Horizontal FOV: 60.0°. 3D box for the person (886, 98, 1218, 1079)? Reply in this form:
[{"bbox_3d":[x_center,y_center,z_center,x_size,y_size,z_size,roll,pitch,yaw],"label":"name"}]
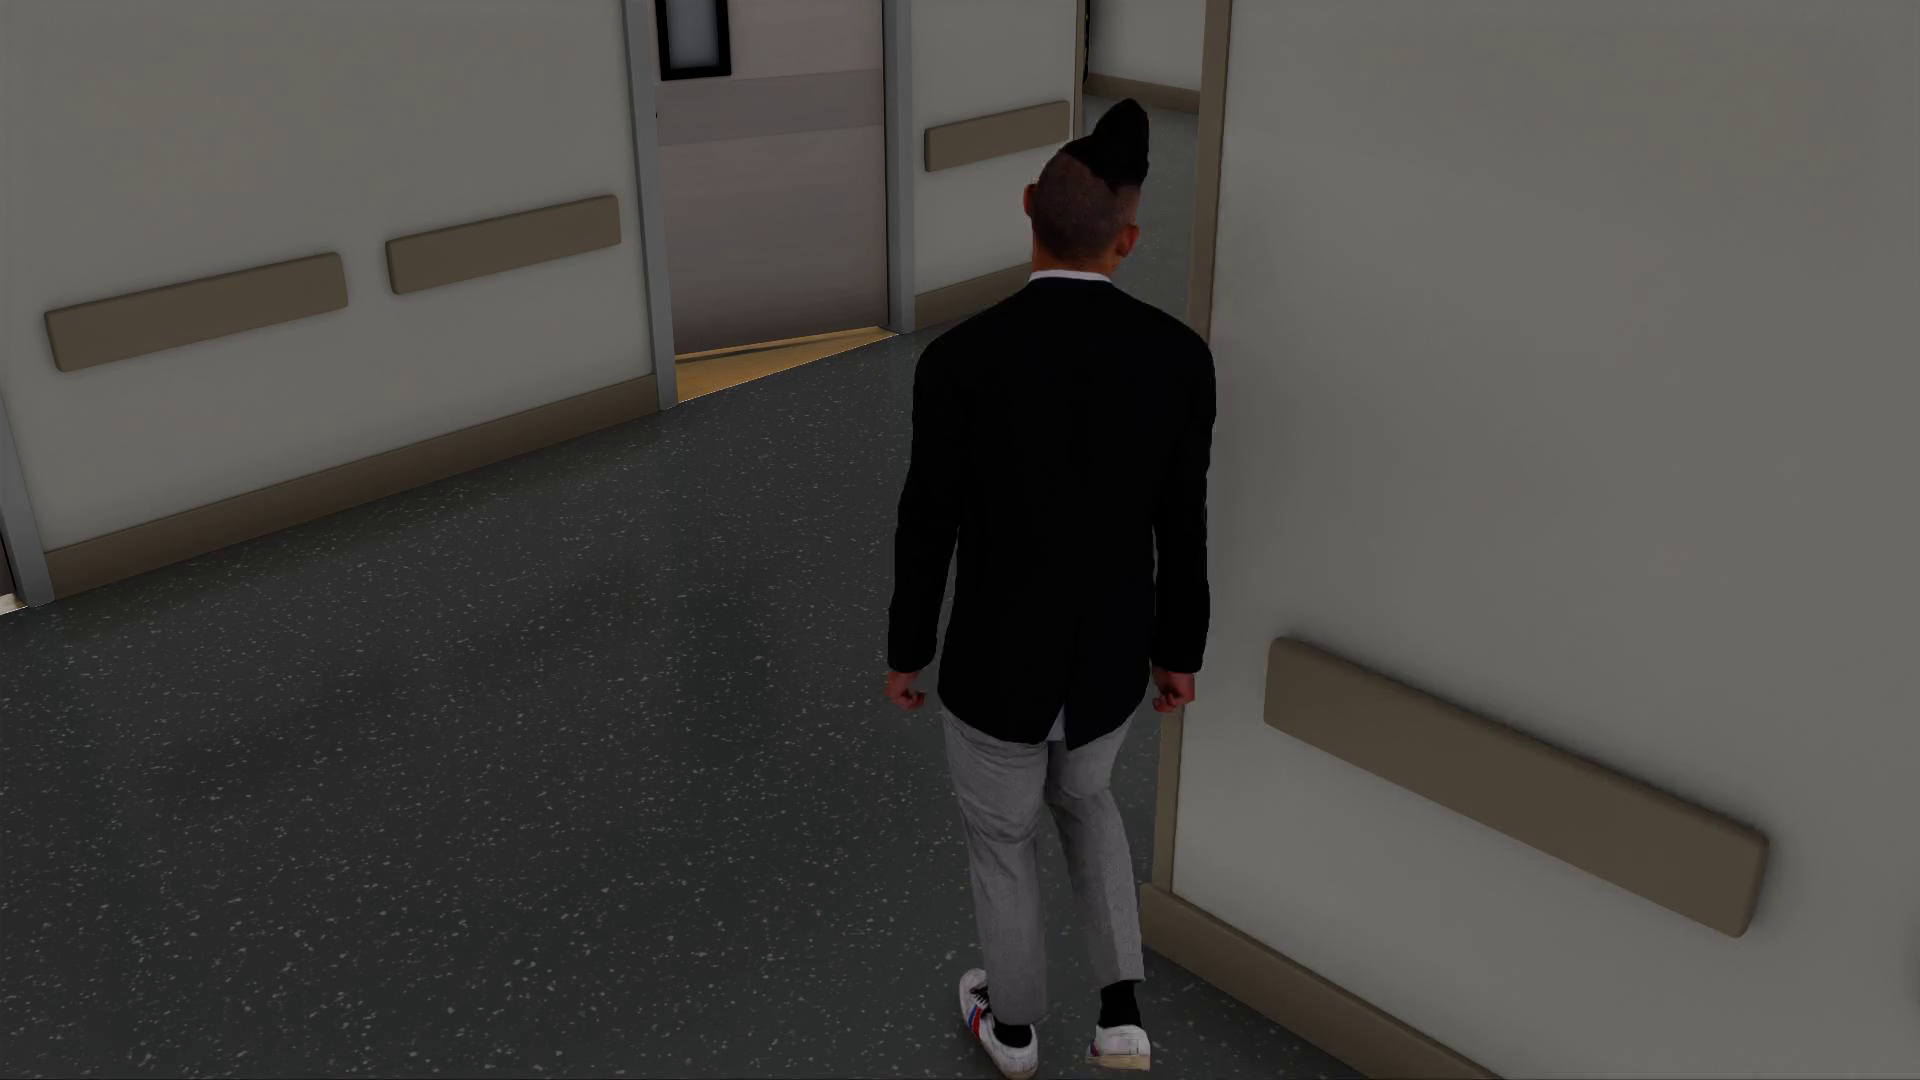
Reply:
[{"bbox_3d":[0.202,0.227,2.931,0.919,1.930,0.973,-10,28,-20],"label":"person"}]
